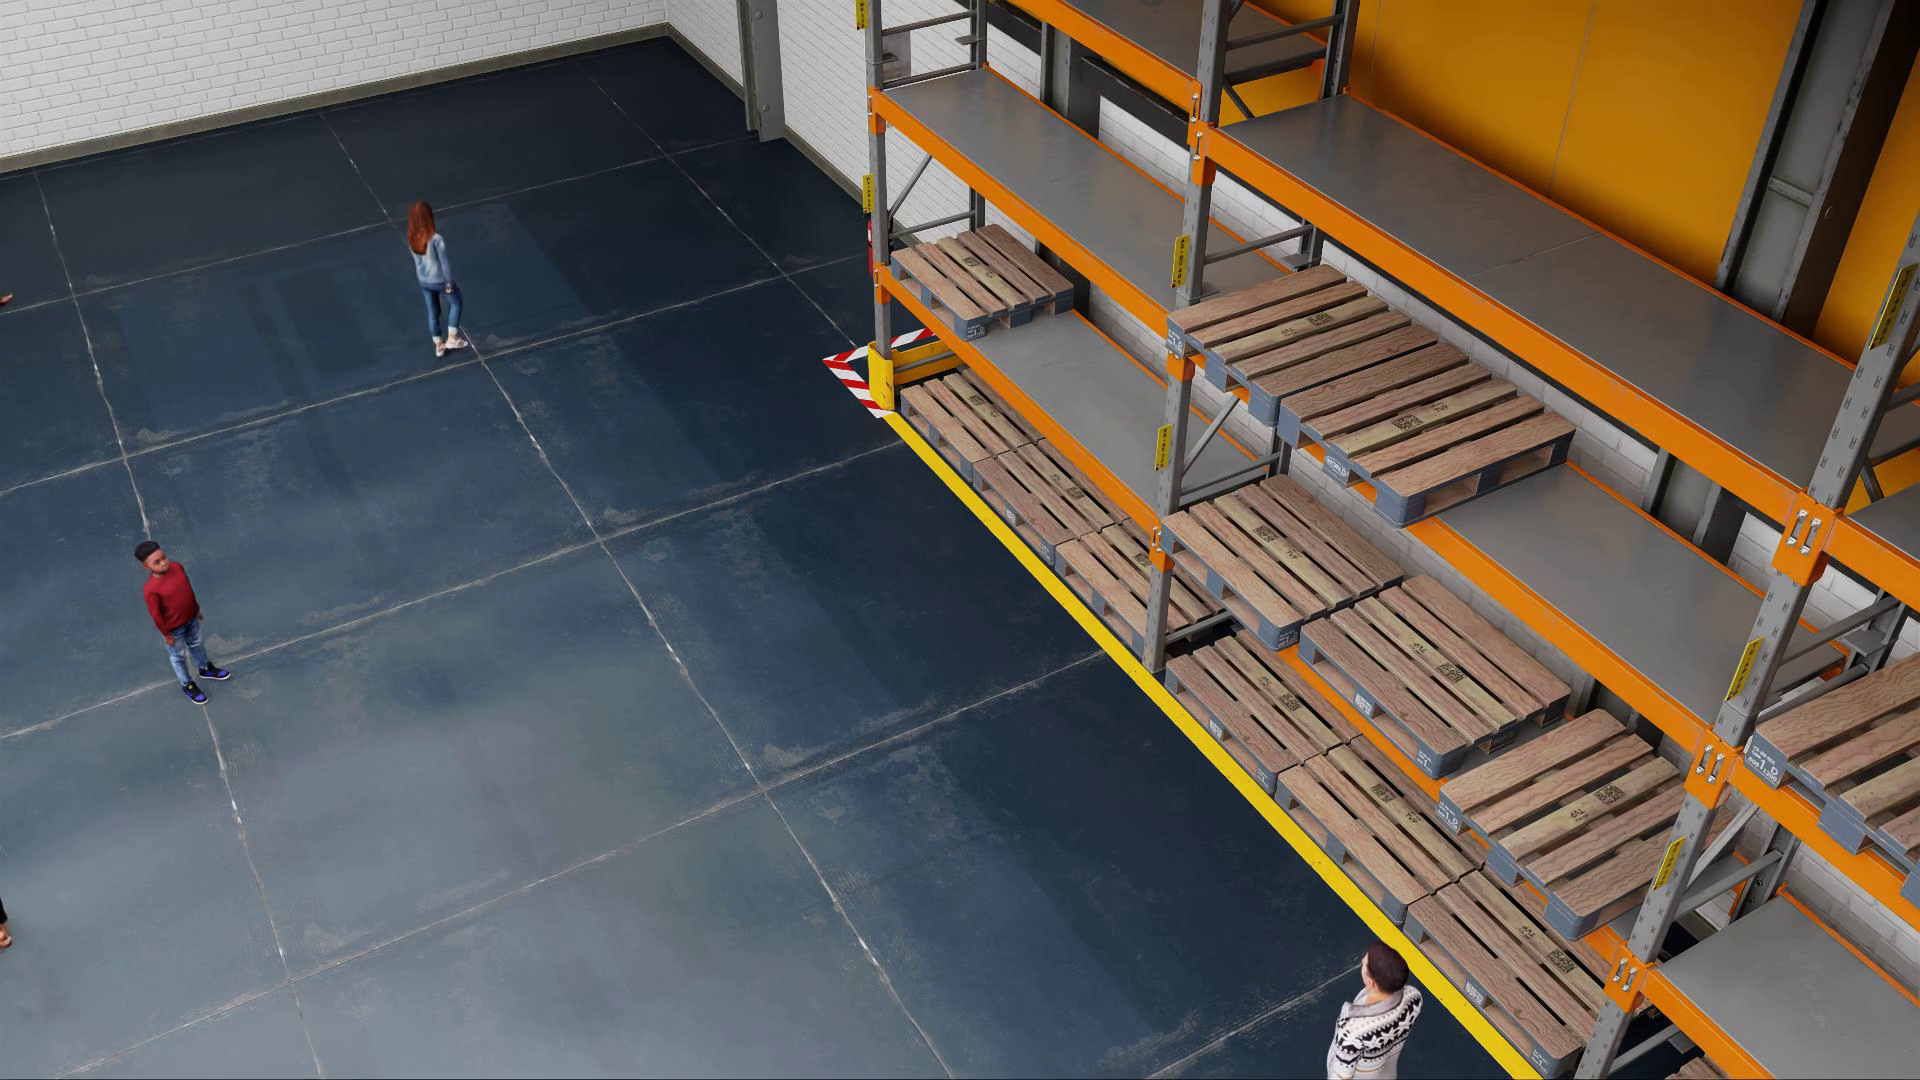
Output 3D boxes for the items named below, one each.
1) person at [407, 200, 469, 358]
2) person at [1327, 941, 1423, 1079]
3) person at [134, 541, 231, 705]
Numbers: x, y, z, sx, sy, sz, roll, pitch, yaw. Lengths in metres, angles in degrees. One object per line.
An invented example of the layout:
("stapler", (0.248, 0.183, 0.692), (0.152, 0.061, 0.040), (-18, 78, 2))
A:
("person", (-4.612, -2.233, 14.453), (0.659, 1.464, 0.730), (12, 40, 14))
("person", (1.944, 2.609, 8.072), (0.711, 1.861, 0.595), (-25, 45, -28))
("person", (-5.267, 0.518, 11.173), (0.640, 1.256, 0.587), (12, 40, 14))
